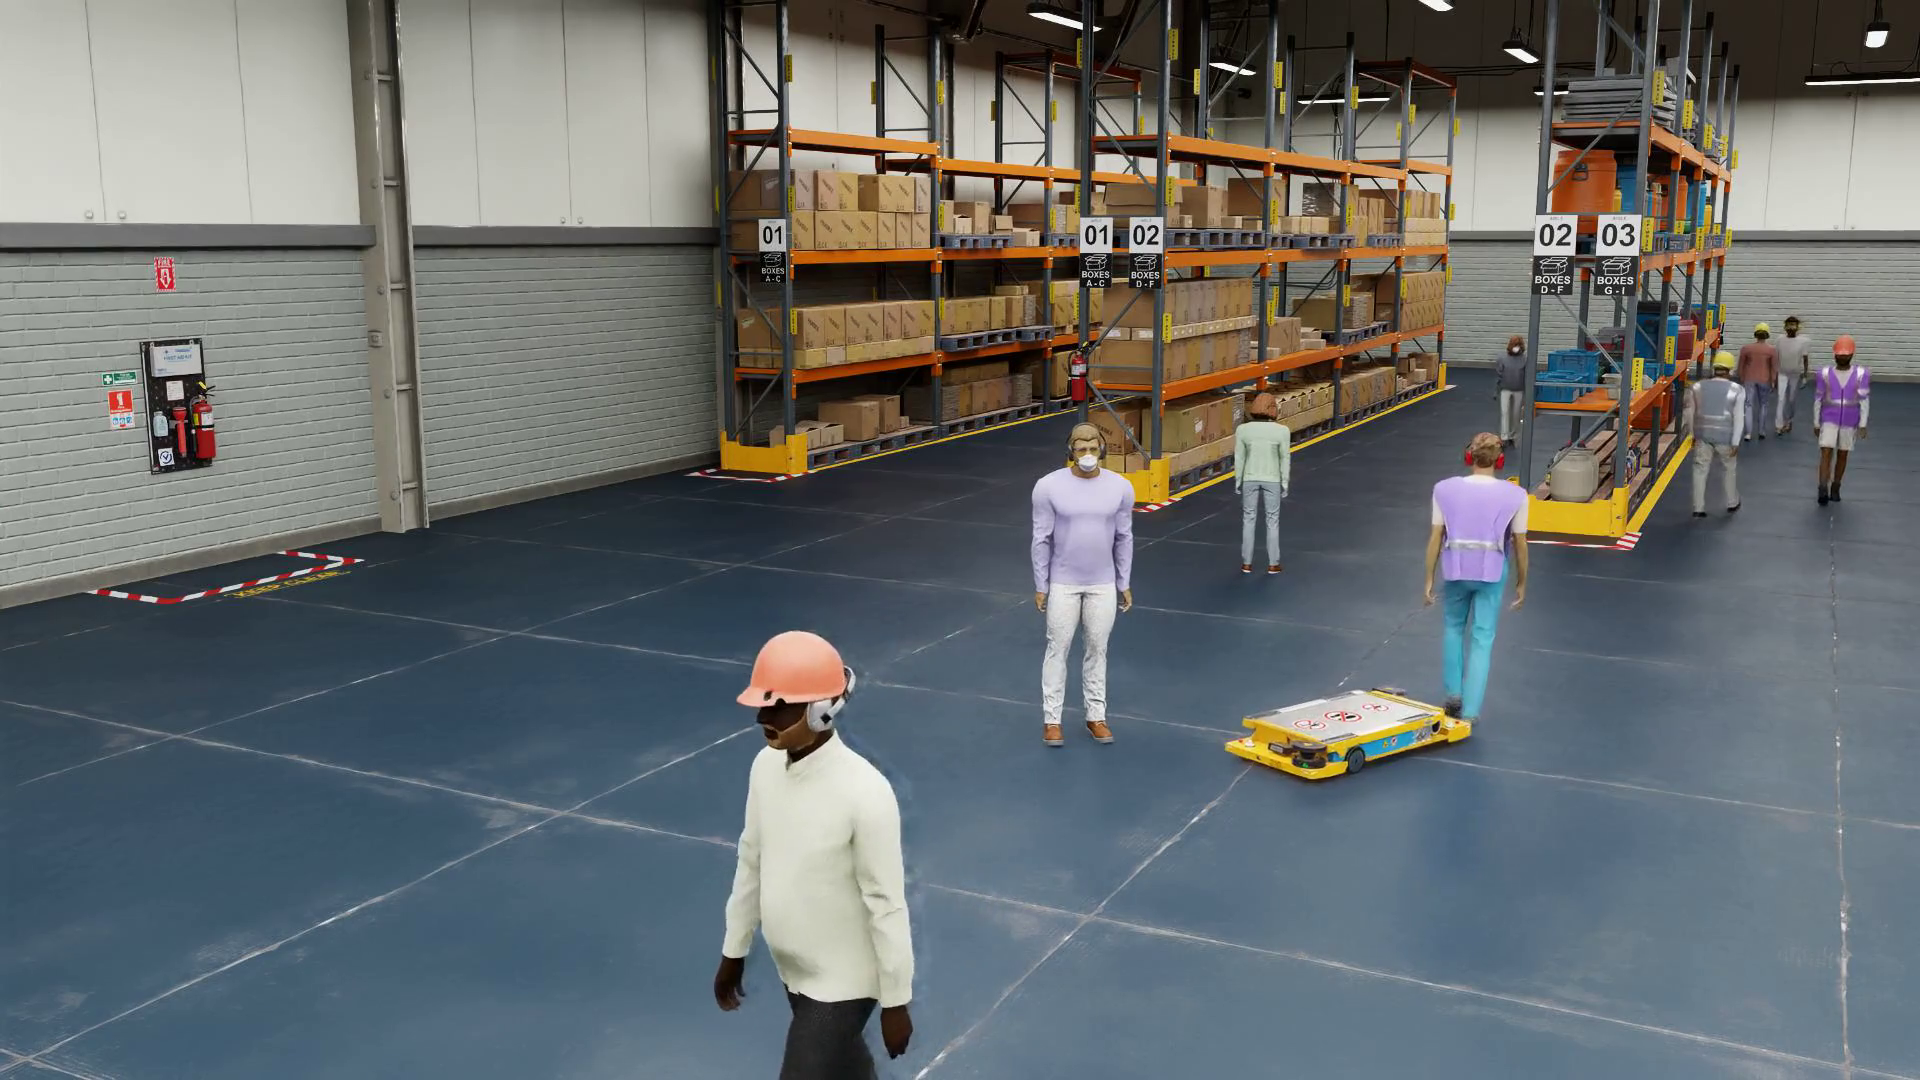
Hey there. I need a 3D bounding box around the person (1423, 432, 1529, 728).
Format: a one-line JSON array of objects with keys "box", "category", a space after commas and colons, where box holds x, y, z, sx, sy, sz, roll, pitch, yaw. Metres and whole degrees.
[{"box": [3.238, 0.228, 10.417, 0.608, 1.821, 0.693, 4, 11, 22], "category": "person"}]

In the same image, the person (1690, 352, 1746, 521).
[{"box": [8.162, -1.123, 17.882, 0.600, 1.791, 0.909, 9, 14, 40], "category": "person"}]

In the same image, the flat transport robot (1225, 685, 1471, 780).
[{"box": [2.307, 1.117, 9.825, 1.431, 0.197, 0.652, -8, 13, -36], "category": "flat transport robot"}]

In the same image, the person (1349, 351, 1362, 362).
[{"box": [7.964, -4.062, 33.512, 0.632, 1.939, 0.416, 6, 12, 31], "category": "person"}]

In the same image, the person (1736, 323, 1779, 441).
[{"box": [11.885, -2.360, 24.826, 0.543, 1.727, 0.876, 5, 11, 24], "category": "person"}]

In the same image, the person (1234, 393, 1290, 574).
[{"box": [2.715, -0.510, 14.982, 0.501, 1.632, 0.287, 4, 11, 19], "category": "person"}]

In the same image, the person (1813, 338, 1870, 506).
[{"box": [9.927, -1.330, 18.769, 0.552, 1.882, 1.003, 5, 11, 23], "category": "person"}]

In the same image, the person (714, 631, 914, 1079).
[{"box": [-0.509, 1.222, 4.654, 0.983, 1.946, 0.642, -7, 13, -34], "category": "person"}]

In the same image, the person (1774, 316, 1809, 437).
[{"box": [12.681, -2.514, 25.415, 0.515, 1.830, 0.961, 5, 12, 27], "category": "person"}]

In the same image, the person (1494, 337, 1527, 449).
[{"box": [7.890, -2.092, 23.701, 0.524, 1.583, 0.838, 3, 11, 15], "category": "person"}]

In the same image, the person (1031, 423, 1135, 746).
[{"box": [0.734, 0.263, 9.930, 0.628, 1.940, 0.377, -2, 11, -9], "category": "person"}]
